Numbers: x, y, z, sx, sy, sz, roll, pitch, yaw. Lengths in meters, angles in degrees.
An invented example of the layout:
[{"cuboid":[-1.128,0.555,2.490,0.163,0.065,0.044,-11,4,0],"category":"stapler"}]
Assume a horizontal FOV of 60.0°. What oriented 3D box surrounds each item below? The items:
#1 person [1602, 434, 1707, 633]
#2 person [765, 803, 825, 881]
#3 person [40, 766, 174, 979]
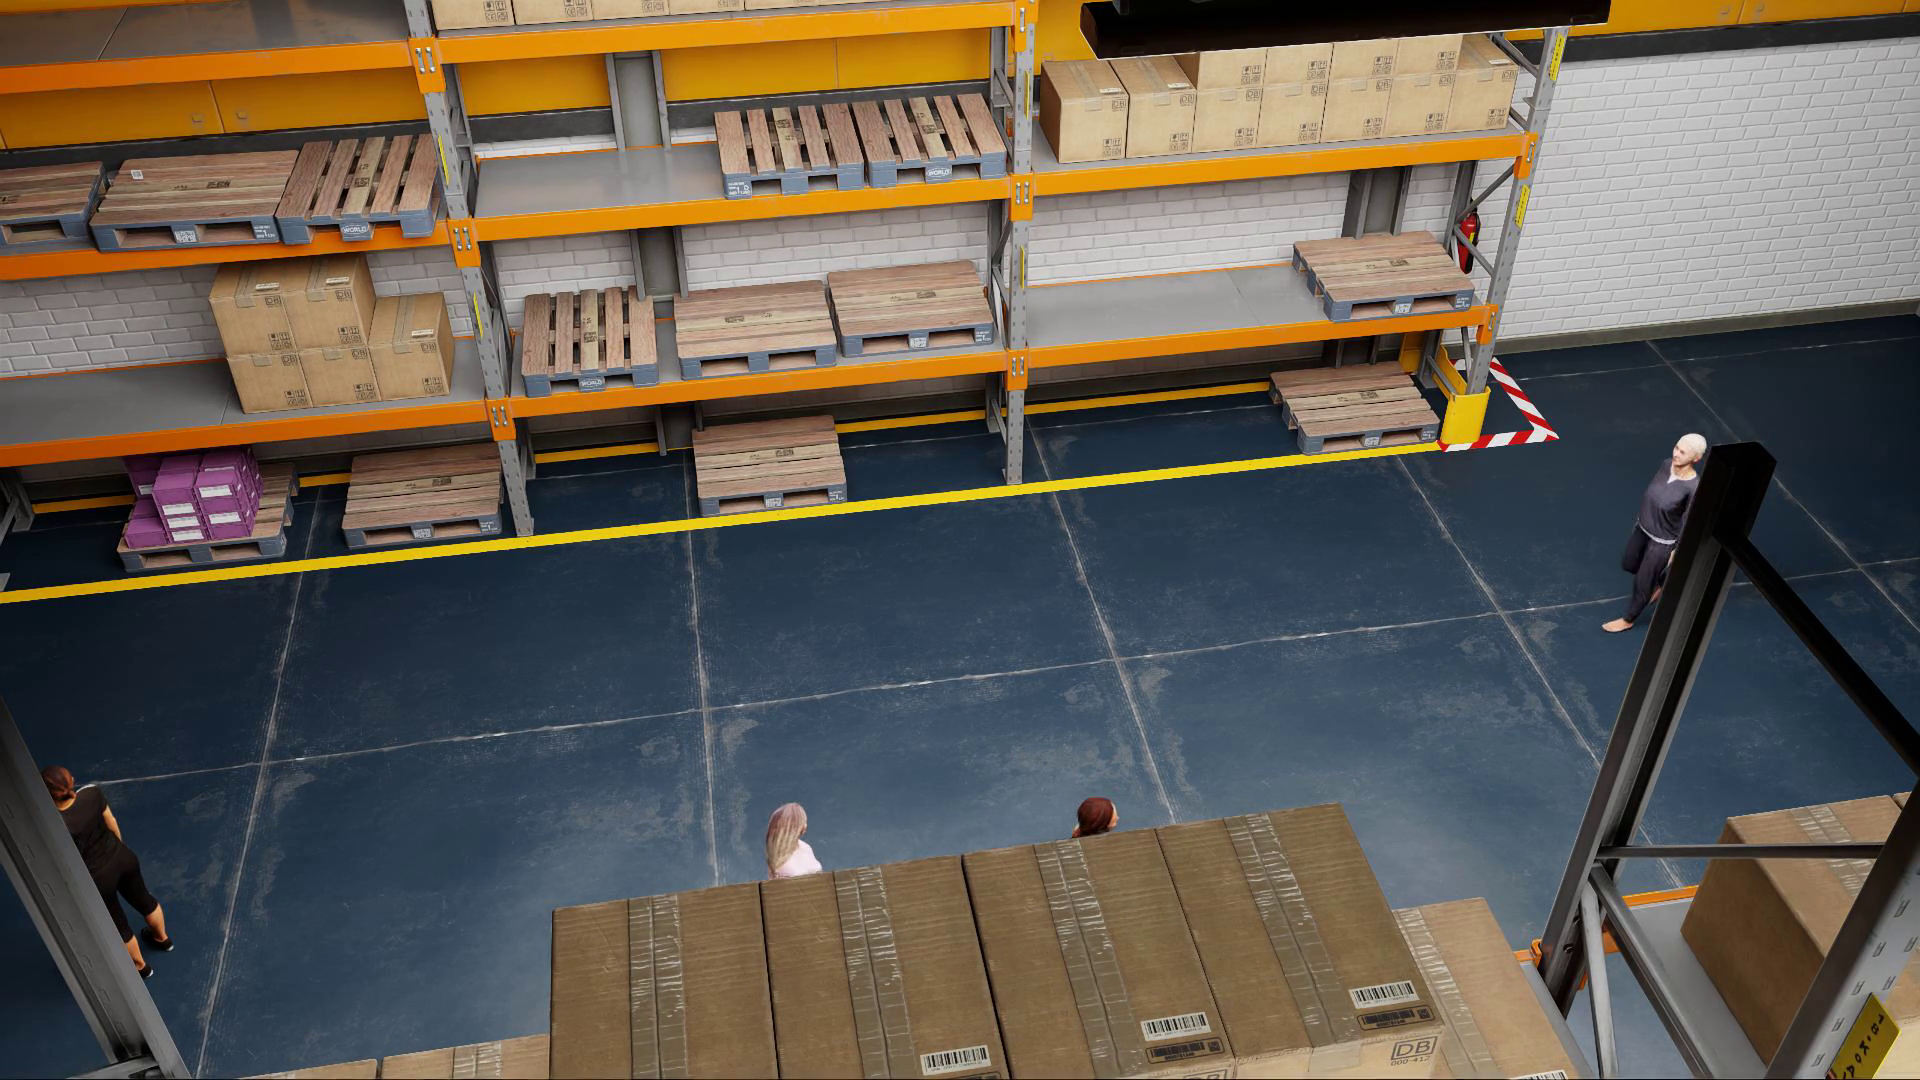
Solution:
[{"cuboid":[5.108,-0.074,12.001,0.845,1.714,0.653,-9,40,-12],"category":"person"},{"cuboid":[-0.998,2.131,9.273,0.674,1.673,0.681,-16,41,-19],"category":"person"},{"cuboid":[-4.936,1.894,9.574,0.676,1.668,0.663,13,40,16],"category":"person"}]
